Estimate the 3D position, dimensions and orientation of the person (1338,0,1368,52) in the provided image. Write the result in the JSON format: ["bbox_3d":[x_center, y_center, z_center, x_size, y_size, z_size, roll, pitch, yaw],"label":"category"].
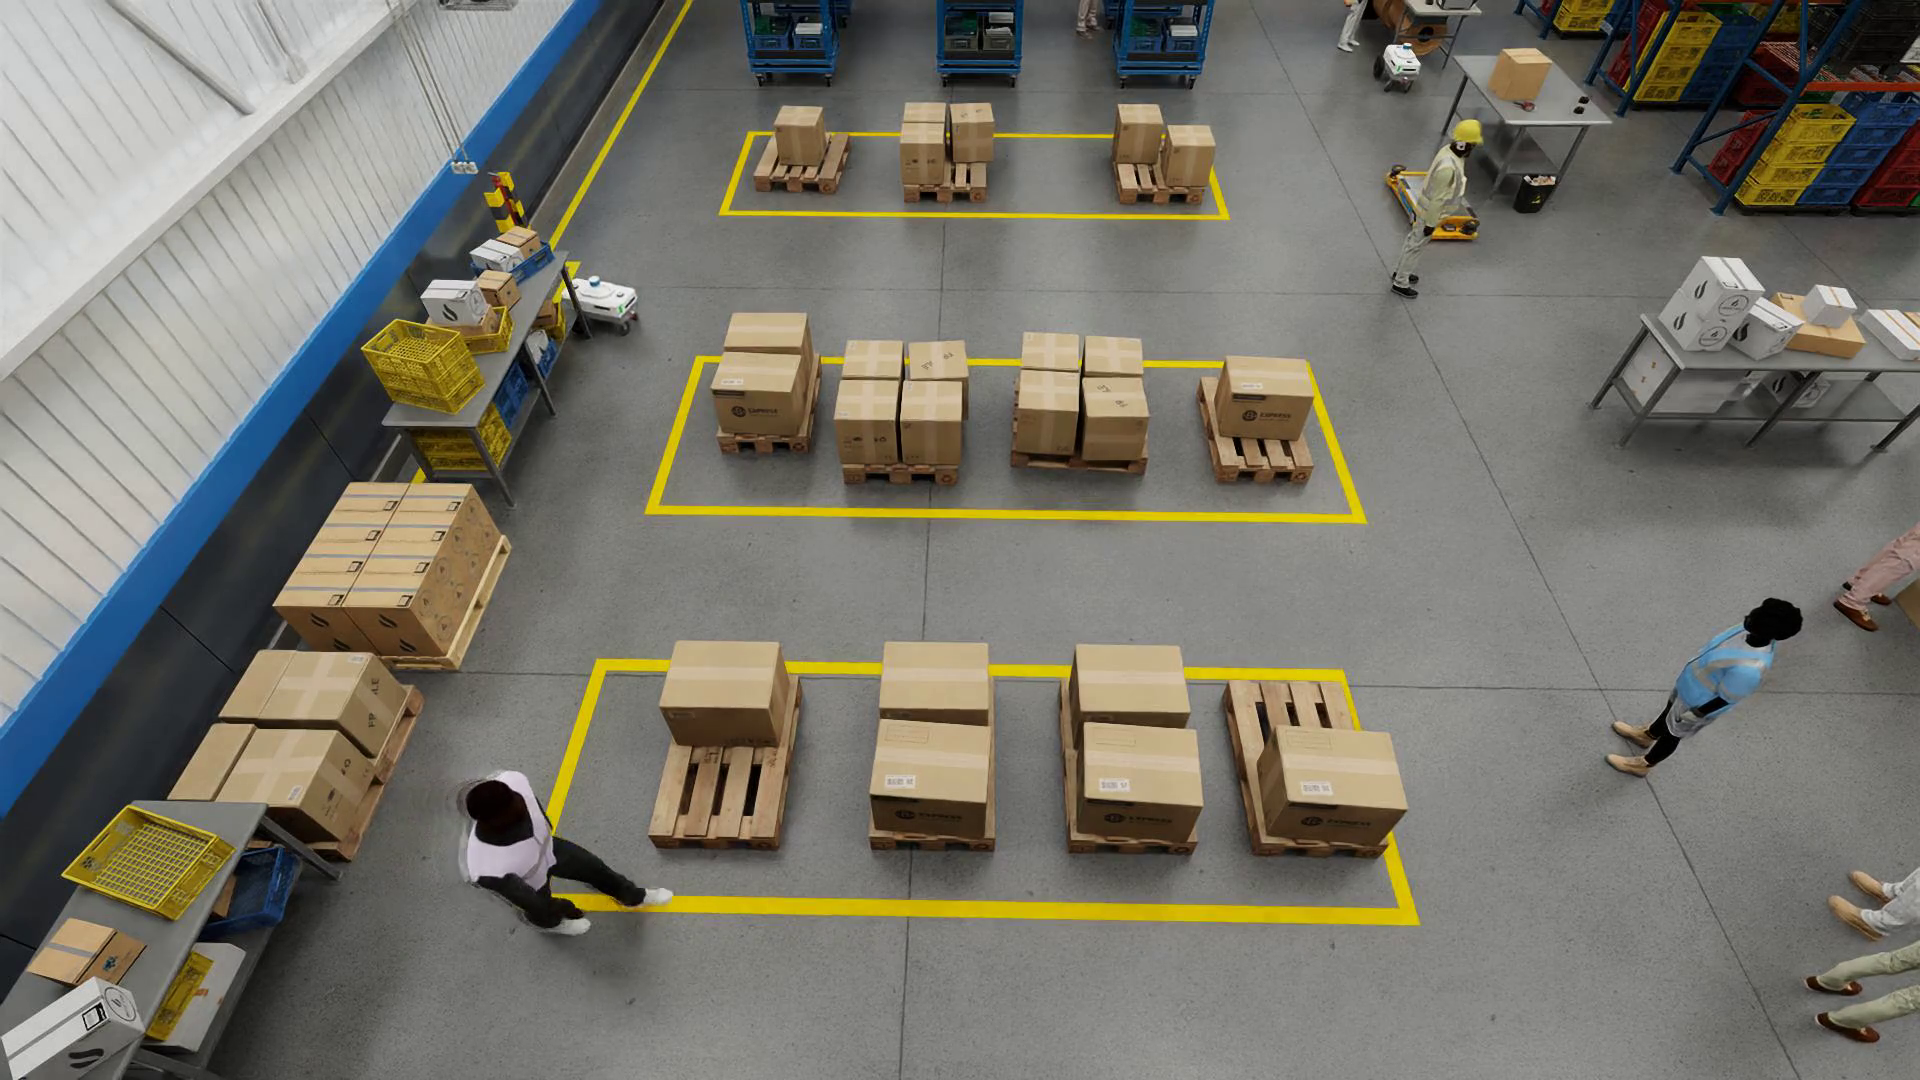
[{"bbox_3d":[6.086,-8.255,13.766,0.312,1.635,0.516,28,55,22],"label":"person"}]

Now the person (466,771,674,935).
[{"bbox_3d":[-2.161,1.762,4.932,0.911,1.877,0.593,2,49,2],"label":"person"}]

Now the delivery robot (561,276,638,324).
[{"bbox_3d":[-3.687,-2.470,9.407,0.707,0.478,0.477,12,50,10],"label":"delivery robot"}]

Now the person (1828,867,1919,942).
[{"bbox_3d":[5.635,1.691,5.030,0.619,1.836,0.431,-30,55,-23],"label":"person"}]

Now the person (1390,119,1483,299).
[{"bbox_3d":[4.884,-3.399,9.429,0.404,1.837,0.587,17,51,14],"label":"person"}]

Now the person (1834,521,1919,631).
[{"bbox_3d":[7.124,-0.110,6.536,0.641,1.910,0.401,-32,56,-25],"label":"person"}]

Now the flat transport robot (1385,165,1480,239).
[{"bbox_3d":[5.692,-4.094,11.059,0.652,0.197,1.431,1,49,1],"label":"flat transport robot"}]

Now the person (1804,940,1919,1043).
[{"bbox_3d":[5.097,2.141,4.625,0.350,1.856,0.518,6,49,5],"label":"person"}]

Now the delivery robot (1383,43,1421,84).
[{"bbox_3d":[6.389,-6.916,13.255,0.477,0.478,0.707,1,49,1],"label":"delivery robot"}]

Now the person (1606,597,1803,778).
[{"bbox_3d":[4.657,0.941,5.763,0.317,1.695,0.540,27,54,22],"label":"person"}]

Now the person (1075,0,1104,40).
[{"bbox_3d":[2.080,-8.729,13.945,0.401,1.986,0.612,32,56,24],"label":"person"}]
